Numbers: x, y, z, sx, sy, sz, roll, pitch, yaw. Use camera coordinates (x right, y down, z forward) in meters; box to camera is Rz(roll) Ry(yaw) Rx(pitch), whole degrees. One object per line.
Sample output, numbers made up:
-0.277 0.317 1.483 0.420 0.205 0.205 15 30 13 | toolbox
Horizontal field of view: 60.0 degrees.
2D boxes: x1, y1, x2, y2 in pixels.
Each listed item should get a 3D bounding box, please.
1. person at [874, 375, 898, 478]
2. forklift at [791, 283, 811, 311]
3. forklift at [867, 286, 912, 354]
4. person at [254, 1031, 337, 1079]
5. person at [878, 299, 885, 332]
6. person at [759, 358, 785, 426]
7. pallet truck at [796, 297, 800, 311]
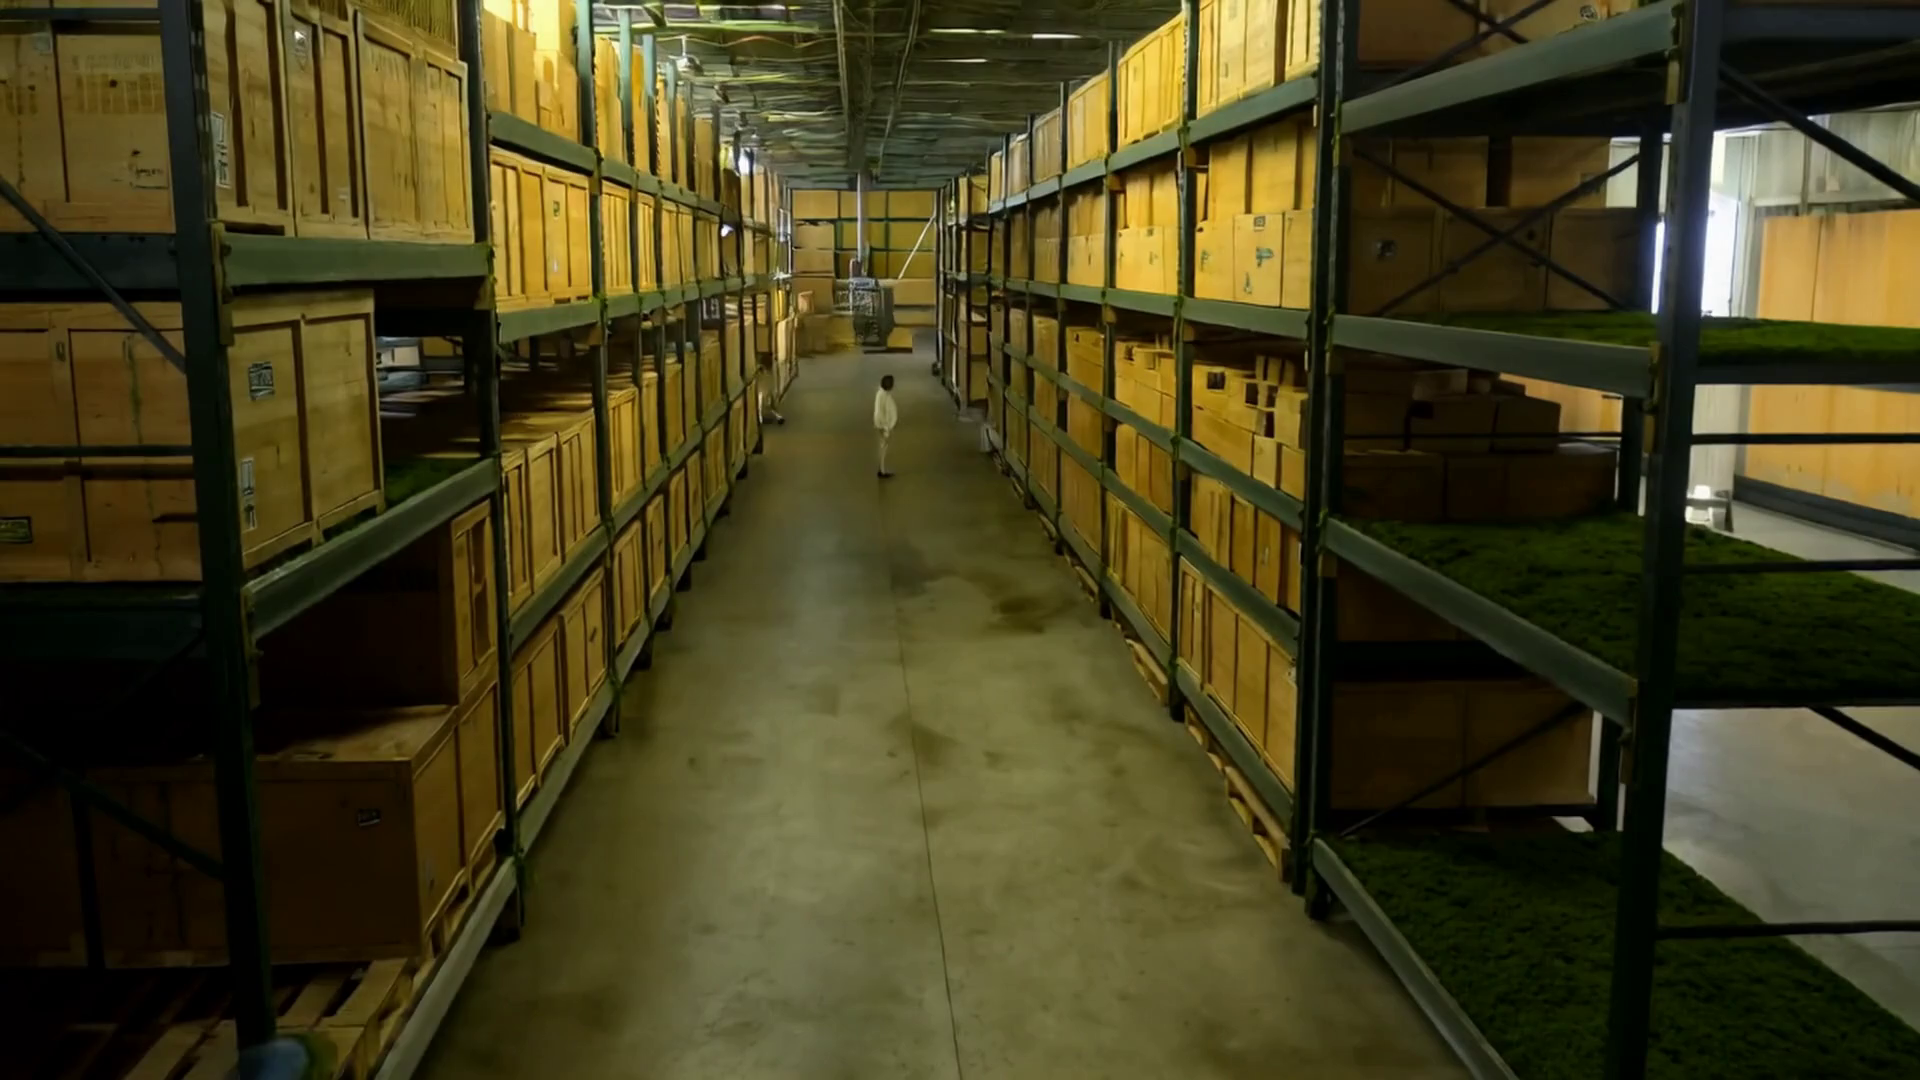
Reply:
-1.323 -2.033 29.744 0.429 1.836 0.633 0 10 0 | person
-7.500 -10.746 78.661 1.129 2.768 1.873 -2 10 -10 | forklift
-2.934 -9.122 68.957 1.873 2.768 1.129 -1 10 -3 | forklift
-2.024 2.239 4.890 0.723 1.605 0.540 -3 10 -20 | person
-4.144 -11.935 88.617 0.557 1.919 0.452 -4 10 -22 | person
-4.471 -3.440 38.804 0.696 1.608 0.508 0 10 0 | person
-8.622 -12.439 91.403 1.885 1.965 0.823 2 10 13 | pallet truck
